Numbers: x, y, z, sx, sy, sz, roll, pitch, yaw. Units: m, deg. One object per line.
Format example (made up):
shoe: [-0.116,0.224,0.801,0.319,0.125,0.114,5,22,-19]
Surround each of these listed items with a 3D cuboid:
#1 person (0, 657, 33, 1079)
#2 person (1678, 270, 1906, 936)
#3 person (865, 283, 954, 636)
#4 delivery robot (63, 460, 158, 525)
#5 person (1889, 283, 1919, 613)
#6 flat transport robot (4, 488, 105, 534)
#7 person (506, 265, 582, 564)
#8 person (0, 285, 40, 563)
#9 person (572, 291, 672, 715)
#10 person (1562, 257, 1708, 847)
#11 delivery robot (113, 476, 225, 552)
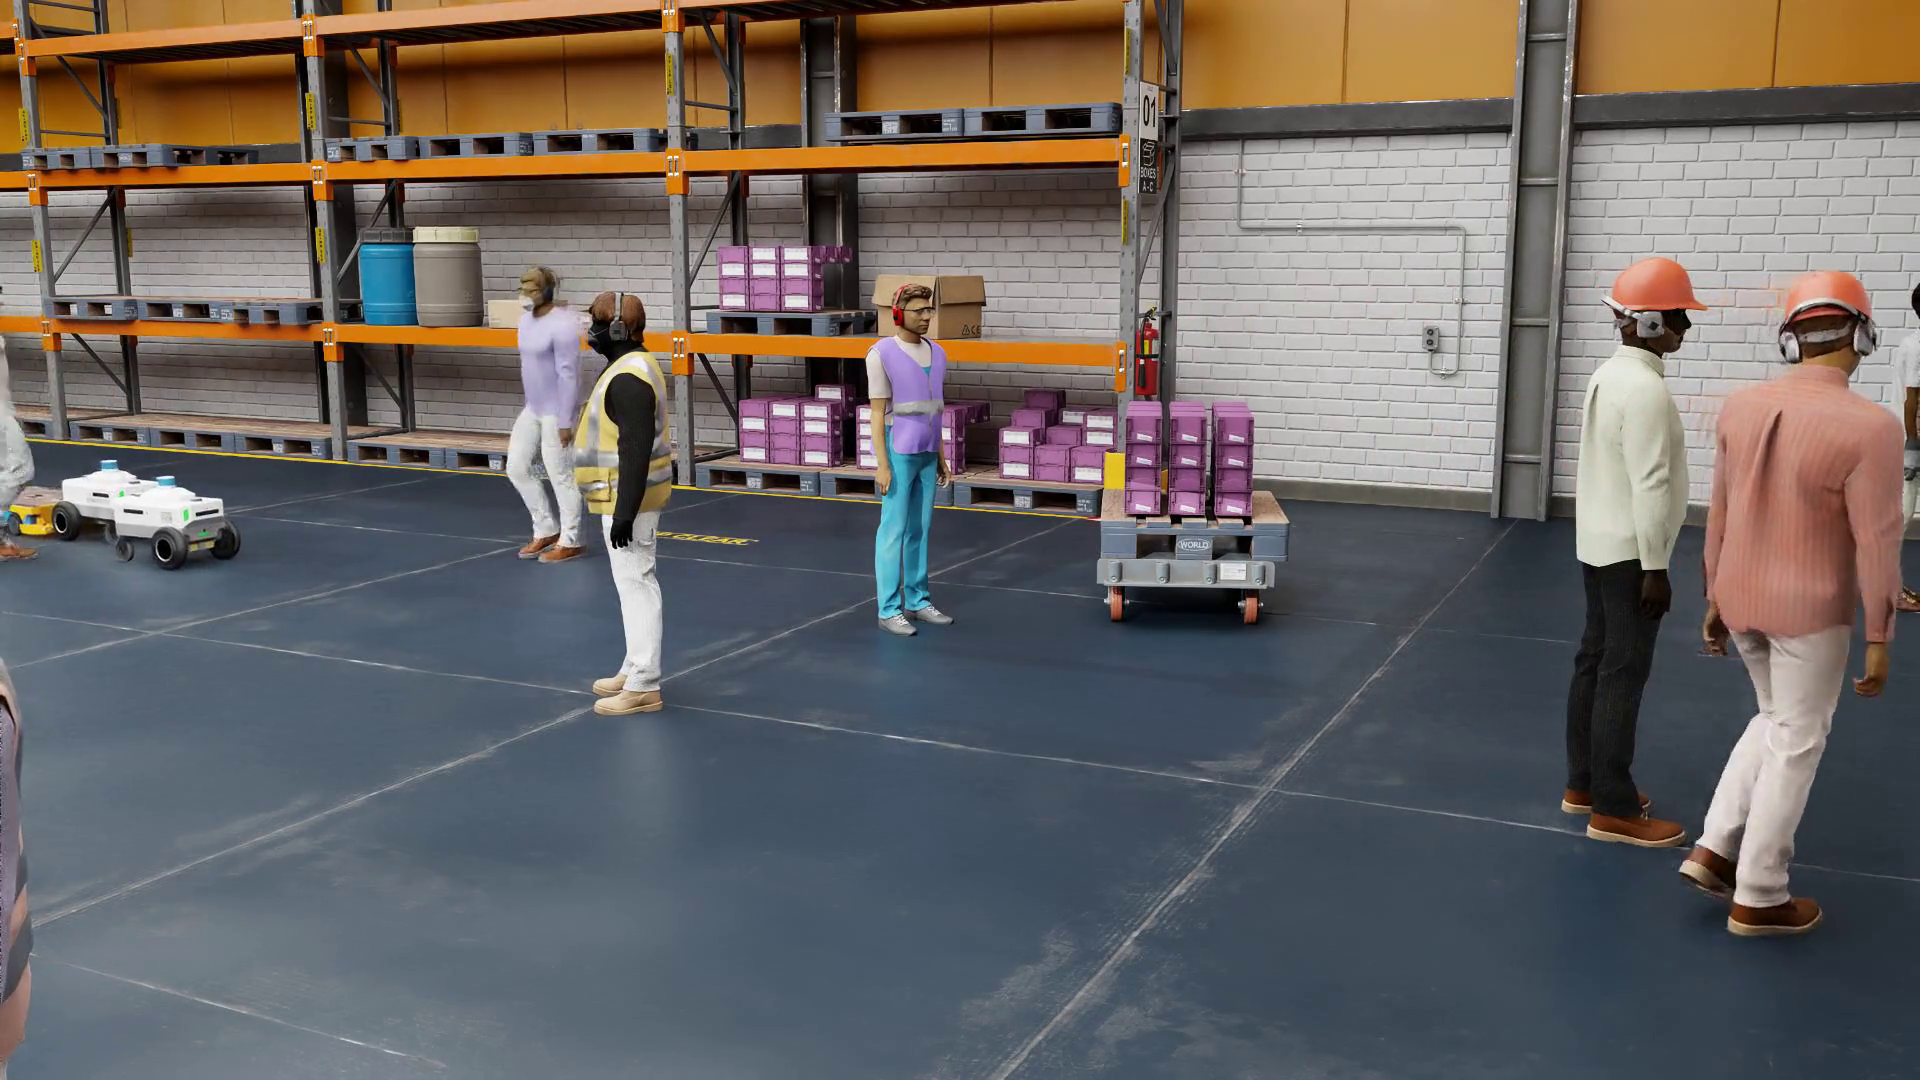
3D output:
person: [-1.516,0.715,2.293,0.626,1.844,0.429,8,13,39]
person: [2.450,0.211,4.834,0.429,1.959,0.650,-3,10,-18]
person: [-0.275,-0.433,8.845,0.390,1.846,0.565,7,12,36]
delivery robot: [-5.905,-0.313,11.587,0.707,0.478,0.477,6,11,30]
person: [5.394,-0.537,9.376,0.331,1.872,0.513,6,12,32]
flat transport robot: [-6.818,-0.230,12.192,1.431,0.197,0.652,6,11,30]
person: [-2.679,-0.789,10.657,0.494,1.919,0.665,-9,14,-43]
person: [-6.206,-0.790,10.662,0.416,1.925,0.638,-6,12,-33]
person: [-1.476,-0.161,7.304,0.429,1.845,0.622,-2,10,-11]
person: [2.308,0.039,5.722,0.375,1.995,0.611,1,10,5]
delivery robot: [-5.123,-0.170,10.767,0.707,0.478,0.477,5,11,25]
